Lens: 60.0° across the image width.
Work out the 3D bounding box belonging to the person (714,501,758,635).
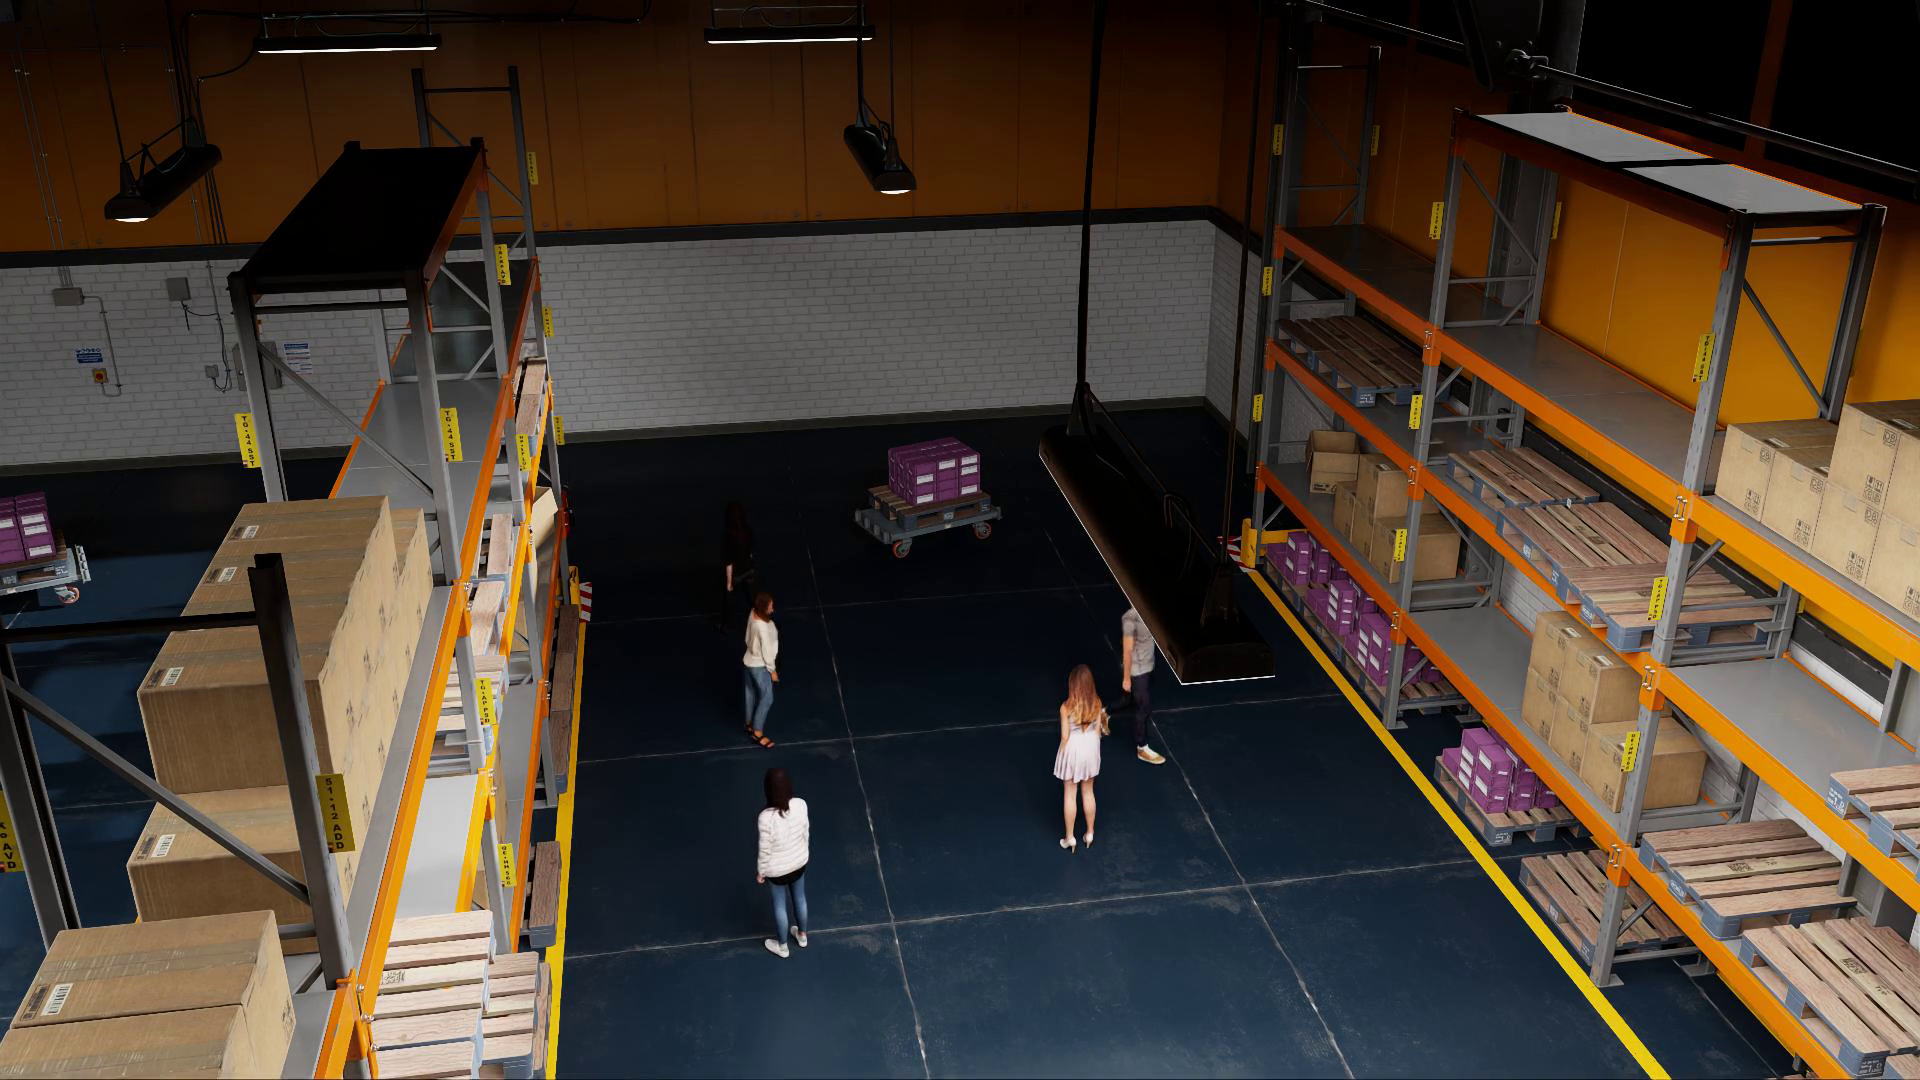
[{"bbox_3d":[-2.288,0.397,17.783,1.142,1.601,0.998,22,32,40],"label":"person"}]

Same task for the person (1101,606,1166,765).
[{"bbox_3d":[1.612,1.188,15.633,1.121,1.874,1.084,15,28,30],"label":"person"}]

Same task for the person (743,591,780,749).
[{"bbox_3d":[-1.969,1.179,15.932,0.850,1.650,0.572,-14,27,-29],"label":"person"}]

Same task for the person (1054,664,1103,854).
[{"bbox_3d":[1.022,1.867,14.210,0.599,1.770,0.619,-8,25,-18],"label":"person"}]

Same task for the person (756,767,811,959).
[{"bbox_3d":[-1.365,2.496,12.939,0.704,1.635,0.711,-18,29,-35],"label":"person"}]
